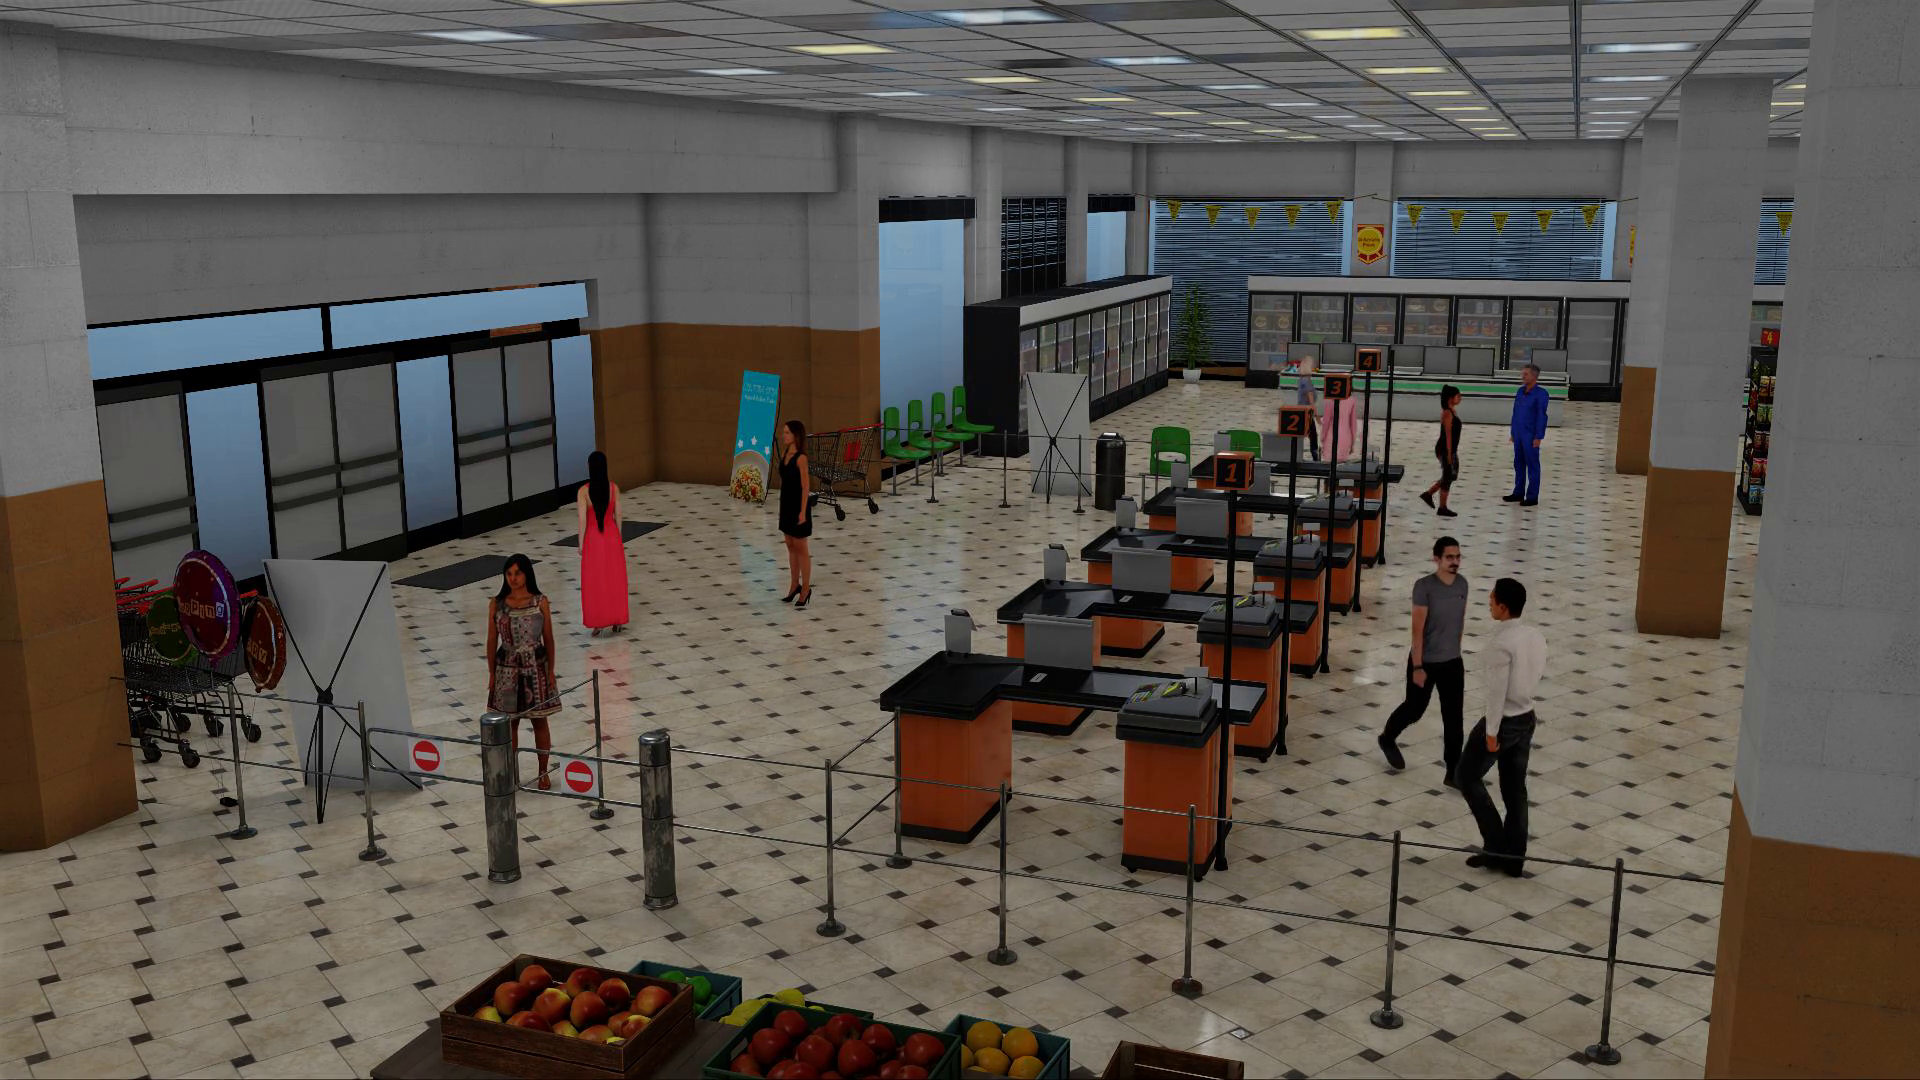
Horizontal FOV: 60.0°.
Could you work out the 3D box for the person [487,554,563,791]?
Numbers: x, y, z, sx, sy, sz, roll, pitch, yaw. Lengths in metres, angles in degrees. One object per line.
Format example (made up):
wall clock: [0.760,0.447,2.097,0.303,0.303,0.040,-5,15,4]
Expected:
person: [-2.967,0.894,11.311,0.641,1.644,0.785,-2,12,-7]

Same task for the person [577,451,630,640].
person: [-3.269,0.037,15.180,0.717,1.727,0.756,-7,14,-31]

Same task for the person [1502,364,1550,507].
person: [7.396,-1.377,21.647,0.809,1.829,0.774,-4,13,-20]

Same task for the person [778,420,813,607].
person: [-1.611,-0.263,16.344,0.733,1.834,0.643,-8,14,-34]

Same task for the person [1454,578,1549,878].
person: [3.308,1.131,9.807,0.795,1.799,0.816,-9,15,-38]

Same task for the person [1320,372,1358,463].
person: [4.764,-1.188,20.874,1.047,1.778,1.026,-3,12,-13]

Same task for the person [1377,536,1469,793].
person: [3.220,0.815,11.463,1.109,1.736,1.138,-5,13,-21]

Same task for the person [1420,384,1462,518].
person: [6.020,-1.117,20.832,0.711,1.655,0.600,5,13,22]
